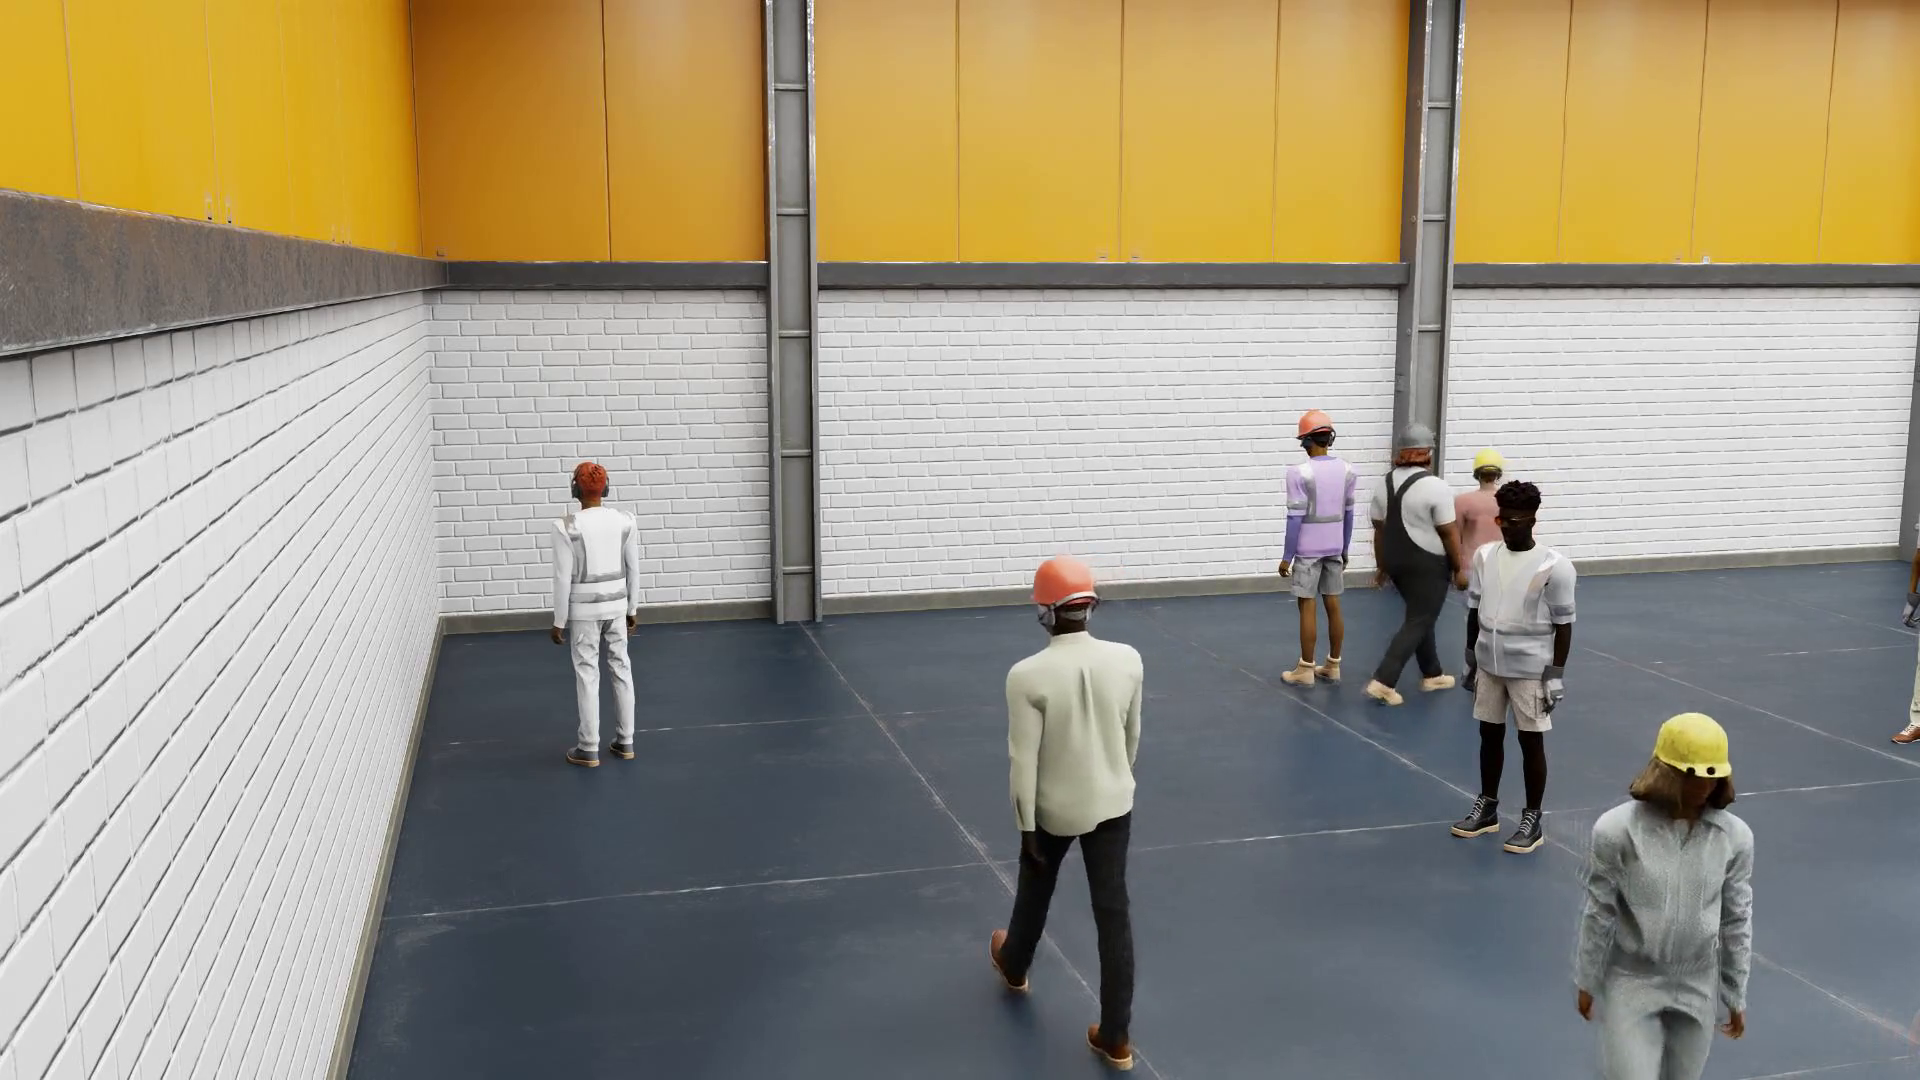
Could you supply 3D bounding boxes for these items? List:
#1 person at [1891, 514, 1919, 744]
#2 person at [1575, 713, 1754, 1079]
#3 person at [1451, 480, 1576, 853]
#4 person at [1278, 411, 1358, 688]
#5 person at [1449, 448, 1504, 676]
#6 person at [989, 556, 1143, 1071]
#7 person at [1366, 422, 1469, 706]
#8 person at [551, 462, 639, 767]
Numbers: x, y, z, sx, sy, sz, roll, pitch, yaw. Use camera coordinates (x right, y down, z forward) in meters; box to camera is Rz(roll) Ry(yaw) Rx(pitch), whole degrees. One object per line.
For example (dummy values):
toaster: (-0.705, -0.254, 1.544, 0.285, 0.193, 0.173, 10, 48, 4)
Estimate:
person: (6.270, 0.416, 10.554, 0.315, 1.869, 0.534, -7, 11, -36)
person: (2.145, 1.361, 5.047, 0.497, 1.729, 0.387, 0, 9, -2)
person: (2.914, 0.654, 8.772, 0.361, 1.963, 0.614, -7, 11, -37)
person: (2.604, 0.068, 12.225, 0.605, 2.033, 0.392, -5, 10, -26)
person: (3.856, 0.196, 12.305, 0.525, 1.755, 0.378, 0, 9, -3)
person: (0.430, 1.017, 6.619, 0.610, 1.924, 1.062, -3, 10, -18)
person: (3.237, 0.133, 11.790, 0.966, 2.000, 0.681, -4, 10, -22)
person: (-2.248, 0.456, 10.269, 0.574, 1.883, 0.355, -7, 12, -38)
